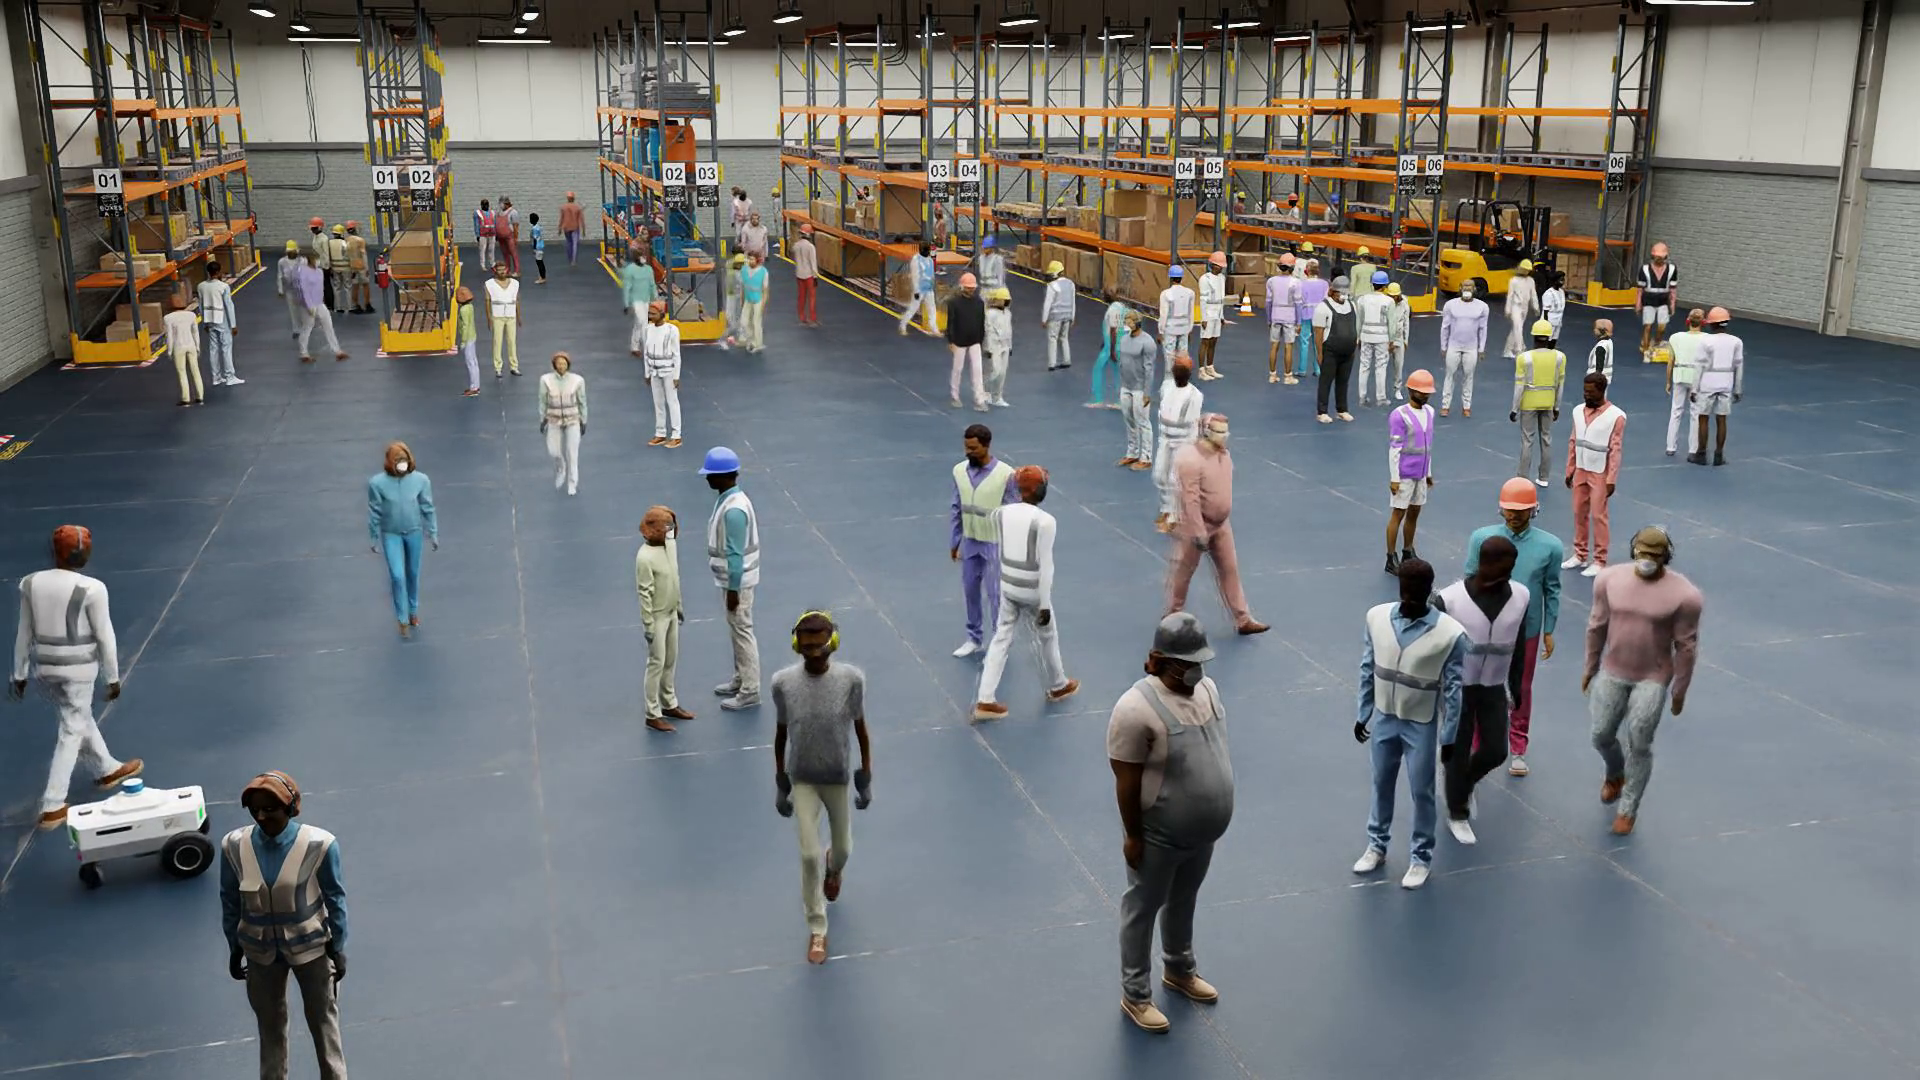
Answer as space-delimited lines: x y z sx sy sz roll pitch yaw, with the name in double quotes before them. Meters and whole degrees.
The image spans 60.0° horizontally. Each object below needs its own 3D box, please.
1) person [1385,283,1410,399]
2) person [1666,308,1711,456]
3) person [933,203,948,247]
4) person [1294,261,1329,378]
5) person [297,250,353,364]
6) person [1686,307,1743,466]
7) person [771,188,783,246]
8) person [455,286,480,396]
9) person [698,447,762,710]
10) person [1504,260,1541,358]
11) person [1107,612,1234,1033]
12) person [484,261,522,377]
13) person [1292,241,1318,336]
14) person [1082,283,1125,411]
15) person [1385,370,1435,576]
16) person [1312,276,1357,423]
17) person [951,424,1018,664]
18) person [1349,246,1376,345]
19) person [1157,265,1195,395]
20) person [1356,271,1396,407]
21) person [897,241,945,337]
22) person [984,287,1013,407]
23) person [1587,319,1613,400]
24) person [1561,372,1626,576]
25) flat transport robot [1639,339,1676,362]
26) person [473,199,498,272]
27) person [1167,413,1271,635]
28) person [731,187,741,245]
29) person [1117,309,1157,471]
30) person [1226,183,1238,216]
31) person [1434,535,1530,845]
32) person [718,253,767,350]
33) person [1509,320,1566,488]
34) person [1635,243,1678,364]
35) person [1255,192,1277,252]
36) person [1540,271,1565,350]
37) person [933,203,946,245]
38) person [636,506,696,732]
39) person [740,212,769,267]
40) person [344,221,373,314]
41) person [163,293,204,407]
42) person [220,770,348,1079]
"person" 6.383 -2.938 24.586 0.493 1.732 0.324 1 15 3
"person" 9.022 -1.932 20.572 0.564 1.850 0.390 9 17 30
"person" -0.599 -8.059 43.870 0.572 1.730 0.725 -6 16 -21
"person" 5.581 -3.509 26.510 0.564 1.847 0.395 -3 15 -12
"person" -10.722 -3.881 27.829 0.983 1.894 0.656 5 16 17
"person" 9.154 -1.859 20.175 0.565 1.924 0.415 0 15 -2
"person" -5.518 -9.720 50.083 0.308 1.744 0.485 2 15 7
"person" -7.390 -2.984 24.948 0.289 1.633 0.499 -1 15 -5
"person" -1.668 0.270 12.128 0.420 1.937 0.609 -4 15 -14
"person" 9.587 -3.892 28.240 0.493 1.694 0.894 -7 16 -25
"person" 1.053 1.324 7.954 0.676 2.000 0.536 -13 20 -41
"person" -7.306 -3.543 26.642 0.565 1.846 0.389 -10 18 -33
"person" 6.463 -4.700 31.150 0.533 1.767 0.327 -5 16 -18
"person" 2.071 -2.750 23.717 0.783 1.810 0.504 7 17 26
"person" 4.224 -0.630 15.510 0.552 1.935 0.355 -11 18 -34
"person" 5.178 -2.625 22.816 0.689 2.000 0.535 -7 17 -26
"person" 0.191 0.014 13.142 0.610 1.908 0.397 11 18 35
"person" 7.266 -4.427 30.125 0.533 1.767 0.326 -5 16 -18
"person" 3.218 -3.133 24.904 0.618 1.945 0.394 -8 17 -26
"person" 6.009 -2.903 24.036 0.603 1.949 0.389 12 19 38
"person" -0.768 -4.685 31.067 0.923 1.805 0.652 9 17 31
"person" 0.587 -2.772 23.954 0.369 1.727 0.500 13 20 40
"person" 8.166 -2.005 21.258 0.312 1.637 0.522 8 17 27
"person" 5.926 -0.629 15.569 0.400 1.908 0.599 -7 16 -25
"flat transport robot" 12.156 -3.264 28.610 0.652 0.197 1.431 3 15 12
"person" -12.202 -7.860 42.898 0.626 1.844 0.429 -14 20 -42
"person" 2.103 -0.099 13.657 0.649 1.862 0.974 -13 20 -41
"person" -6.546 -9.469 48.964 0.348 1.839 0.504 4 15 14
"person" 2.104 -1.799 19.936 0.363 1.929 0.629 -9 17 -30
"person" 8.300 -9.920 50.595 0.317 1.870 0.524 -11 18 -35
"person" 3.074 0.877 9.908 0.625 1.893 0.456 -2 15 -7
"person" -3.891 -4.213 29.437 0.811 1.700 0.482 0 15 -1
"person" 6.564 -1.542 18.953 0.586 1.928 0.369 -2 15 -6
"person" 11.619 -3.935 27.771 0.650 2.022 0.601 4 15 15
"person" 8.341 -8.586 45.429 0.603 1.943 0.400 2 15 6
"person" 9.504 -3.481 26.711 0.537 1.692 0.319 -13 20 -41
"person" -0.699 -9.645 49.522 0.559 1.878 0.967 8 17 28
"person" -2.090 0.544 11.693 0.294 1.623 0.507 4 15 16
"person" -4.557 -6.343 37.076 0.637 1.904 0.403 -8 17 -27
"person" -12.523 -5.651 34.475 0.580 1.896 0.612 1 15 4
"person" -11.241 -2.751 24.069 0.267 1.632 0.507 10 18 34
"person" -2.866 1.755 7.098 0.513 1.641 0.309 -1 15 -4
